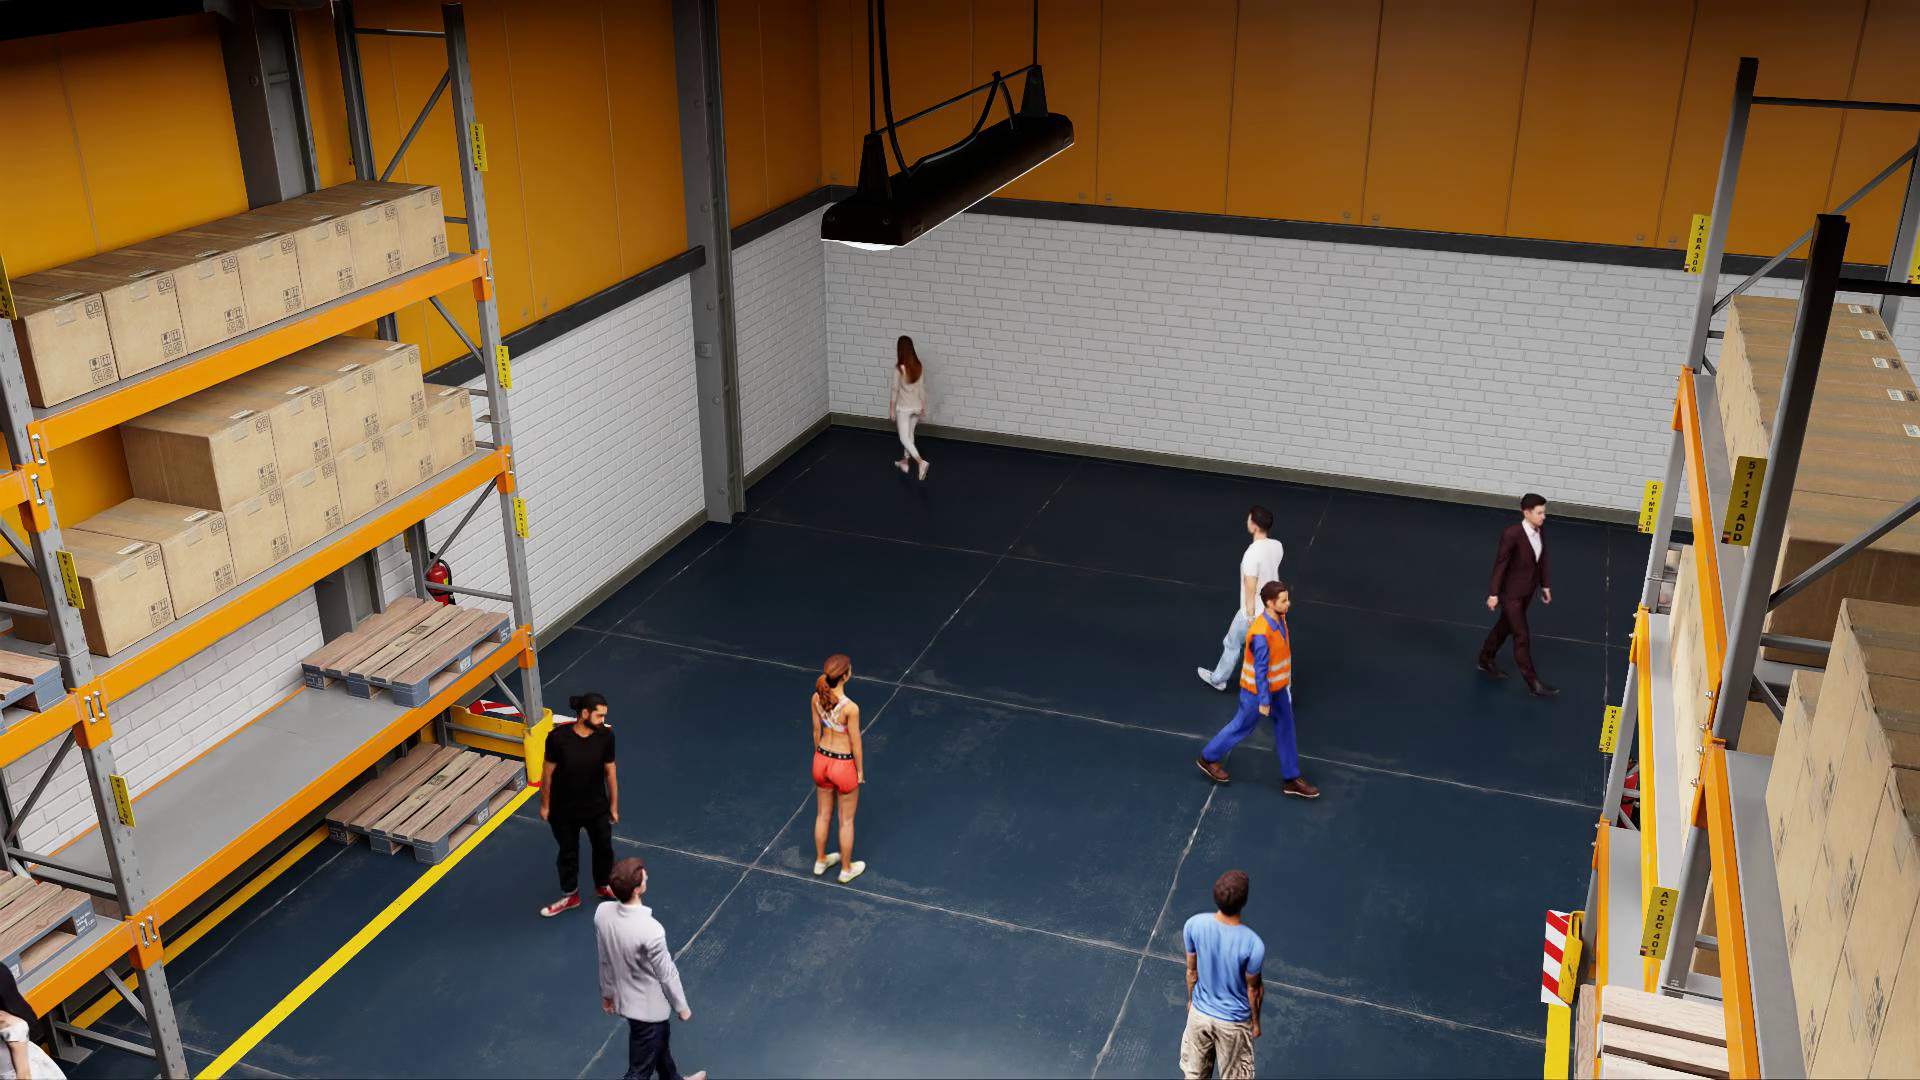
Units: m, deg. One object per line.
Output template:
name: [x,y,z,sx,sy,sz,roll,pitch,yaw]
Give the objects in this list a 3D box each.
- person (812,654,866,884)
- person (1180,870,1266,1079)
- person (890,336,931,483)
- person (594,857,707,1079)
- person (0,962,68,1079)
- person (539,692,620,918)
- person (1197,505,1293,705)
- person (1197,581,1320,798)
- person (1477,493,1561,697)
person: [-0.896,1.641,11.939,0.608,1.785,0.576,13,27,28]
person: [1.487,2.687,9.447,0.695,1.864,0.636,14,27,29]
person: [-0.544,-1.493,19.227,1.064,1.688,1.019,-16,28,-32]
person: [-1.883,2.687,9.501,0.984,1.821,1.290,21,31,39]
person: [-4.987,2.977,8.901,0.802,1.769,0.777,-18,30,-36]
person: [-2.706,1.838,11.561,0.831,1.726,0.845,-2,24,-6]
person: [2.629,0.623,14.226,1.204,1.817,1.127,-18,29,-35]
person: [2.278,1.158,13.000,0.932,1.819,1.231,13,27,28]
person: [4.839,0.432,14.655,1.202,1.823,1.160,-17,29,-33]
